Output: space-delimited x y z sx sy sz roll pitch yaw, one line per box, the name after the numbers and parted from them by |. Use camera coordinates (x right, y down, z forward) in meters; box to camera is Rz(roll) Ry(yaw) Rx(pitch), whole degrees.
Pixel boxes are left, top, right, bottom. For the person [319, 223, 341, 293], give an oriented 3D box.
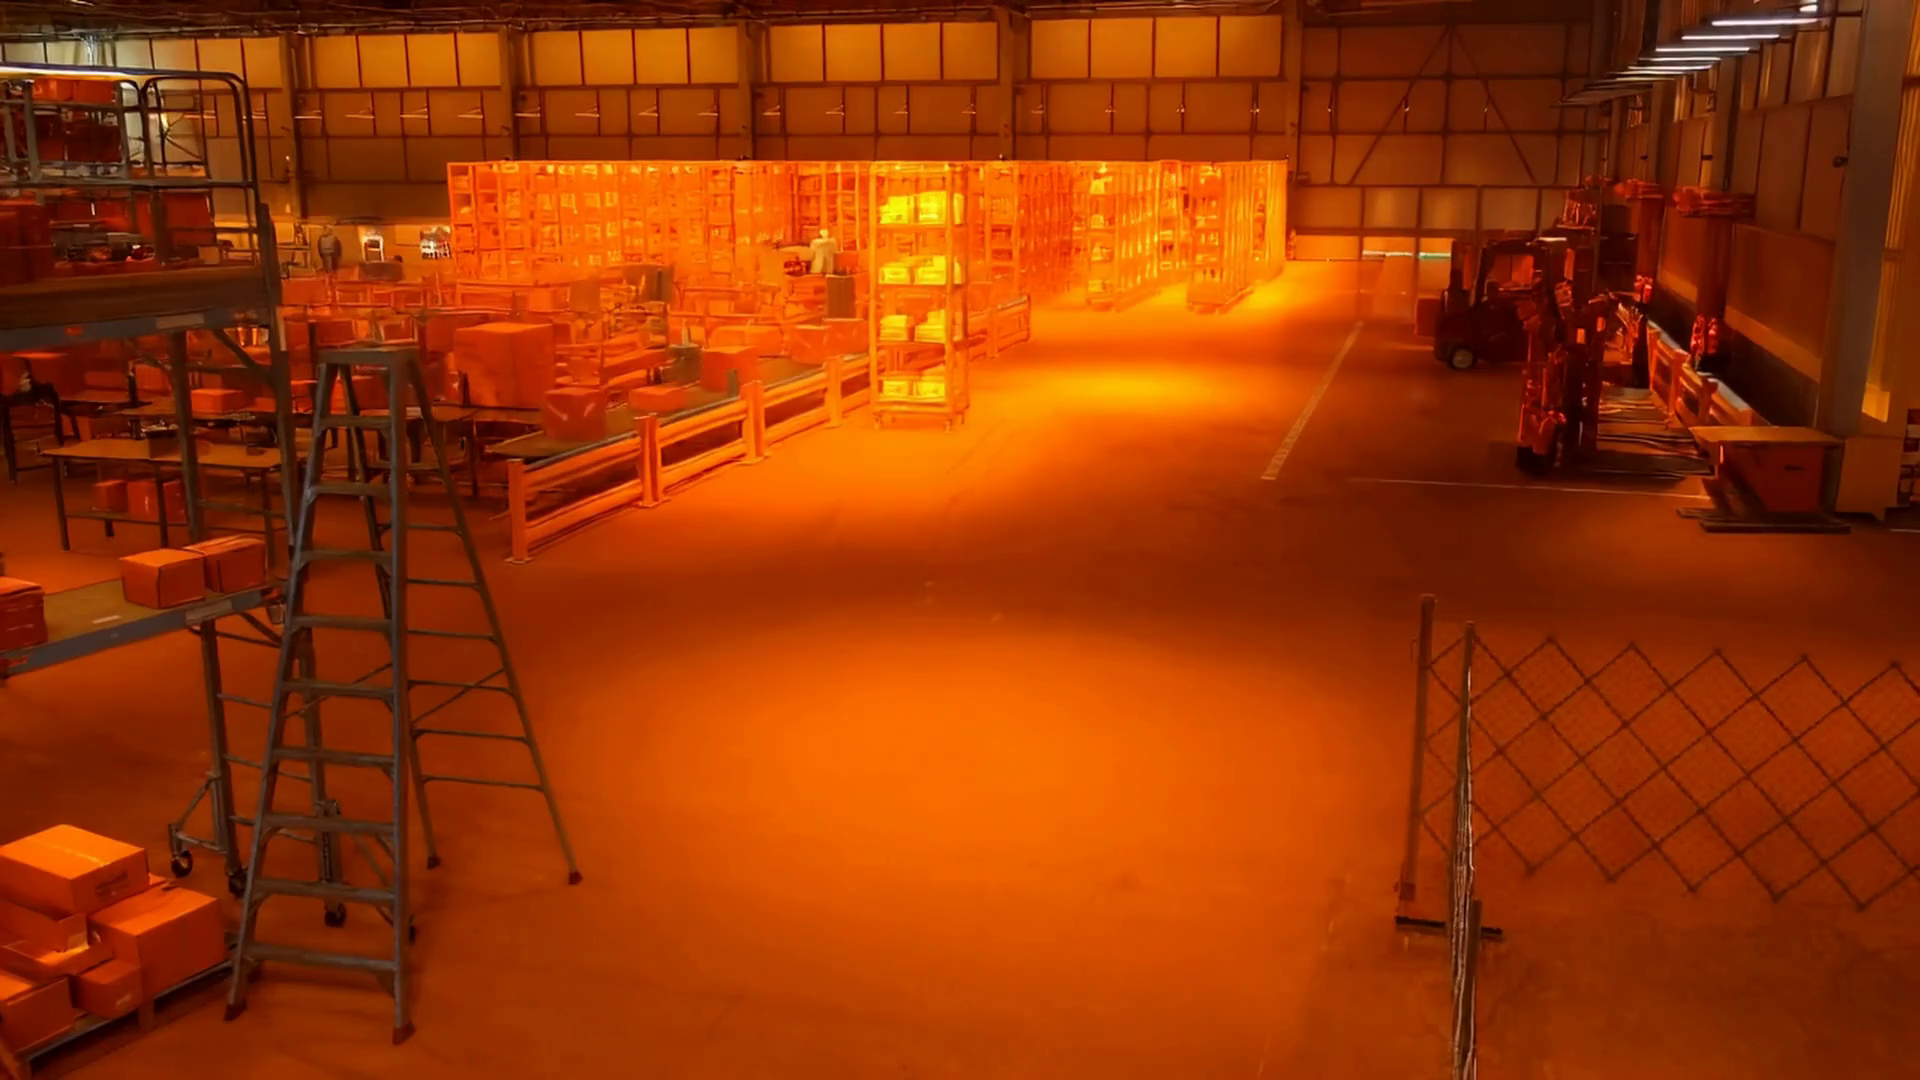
-17.465 -7.808 46.098 0.624 1.909 0.875 -1 13 -5 | person

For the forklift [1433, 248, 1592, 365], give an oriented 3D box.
9.780 -4.111 29.280 2.680 1.987 1.157 3 13 14 | forklift

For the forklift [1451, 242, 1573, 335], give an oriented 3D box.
10.464 -4.597 31.405 2.680 1.987 1.157 4 14 16 | forklift

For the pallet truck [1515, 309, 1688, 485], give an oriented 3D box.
7.554 -1.677 19.446 1.885 1.965 0.823 3 13 14 | pallet truck

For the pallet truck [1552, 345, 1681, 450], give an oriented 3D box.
8.641 -1.896 21.908 1.630 1.274 0.653 4 14 16 | pallet truck

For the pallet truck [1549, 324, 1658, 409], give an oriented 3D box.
9.824 -2.669 25.407 1.601 1.201 0.680 4 14 16 | pallet truck

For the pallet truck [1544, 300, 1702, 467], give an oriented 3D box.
8.263 -1.952 20.631 1.885 1.965 0.823 5 14 20 | pallet truck

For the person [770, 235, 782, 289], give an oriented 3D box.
-4.546 -6.755 41.788 0.700 1.809 0.602 6 14 24 | person

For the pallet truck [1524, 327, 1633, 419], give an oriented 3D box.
9.065 -2.460 24.370 1.522 1.261 0.704 3 13 14 | pallet truck

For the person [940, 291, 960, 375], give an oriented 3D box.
-0.201 -3.544 27.444 0.406 2.035 0.602 0 13 2 | person
